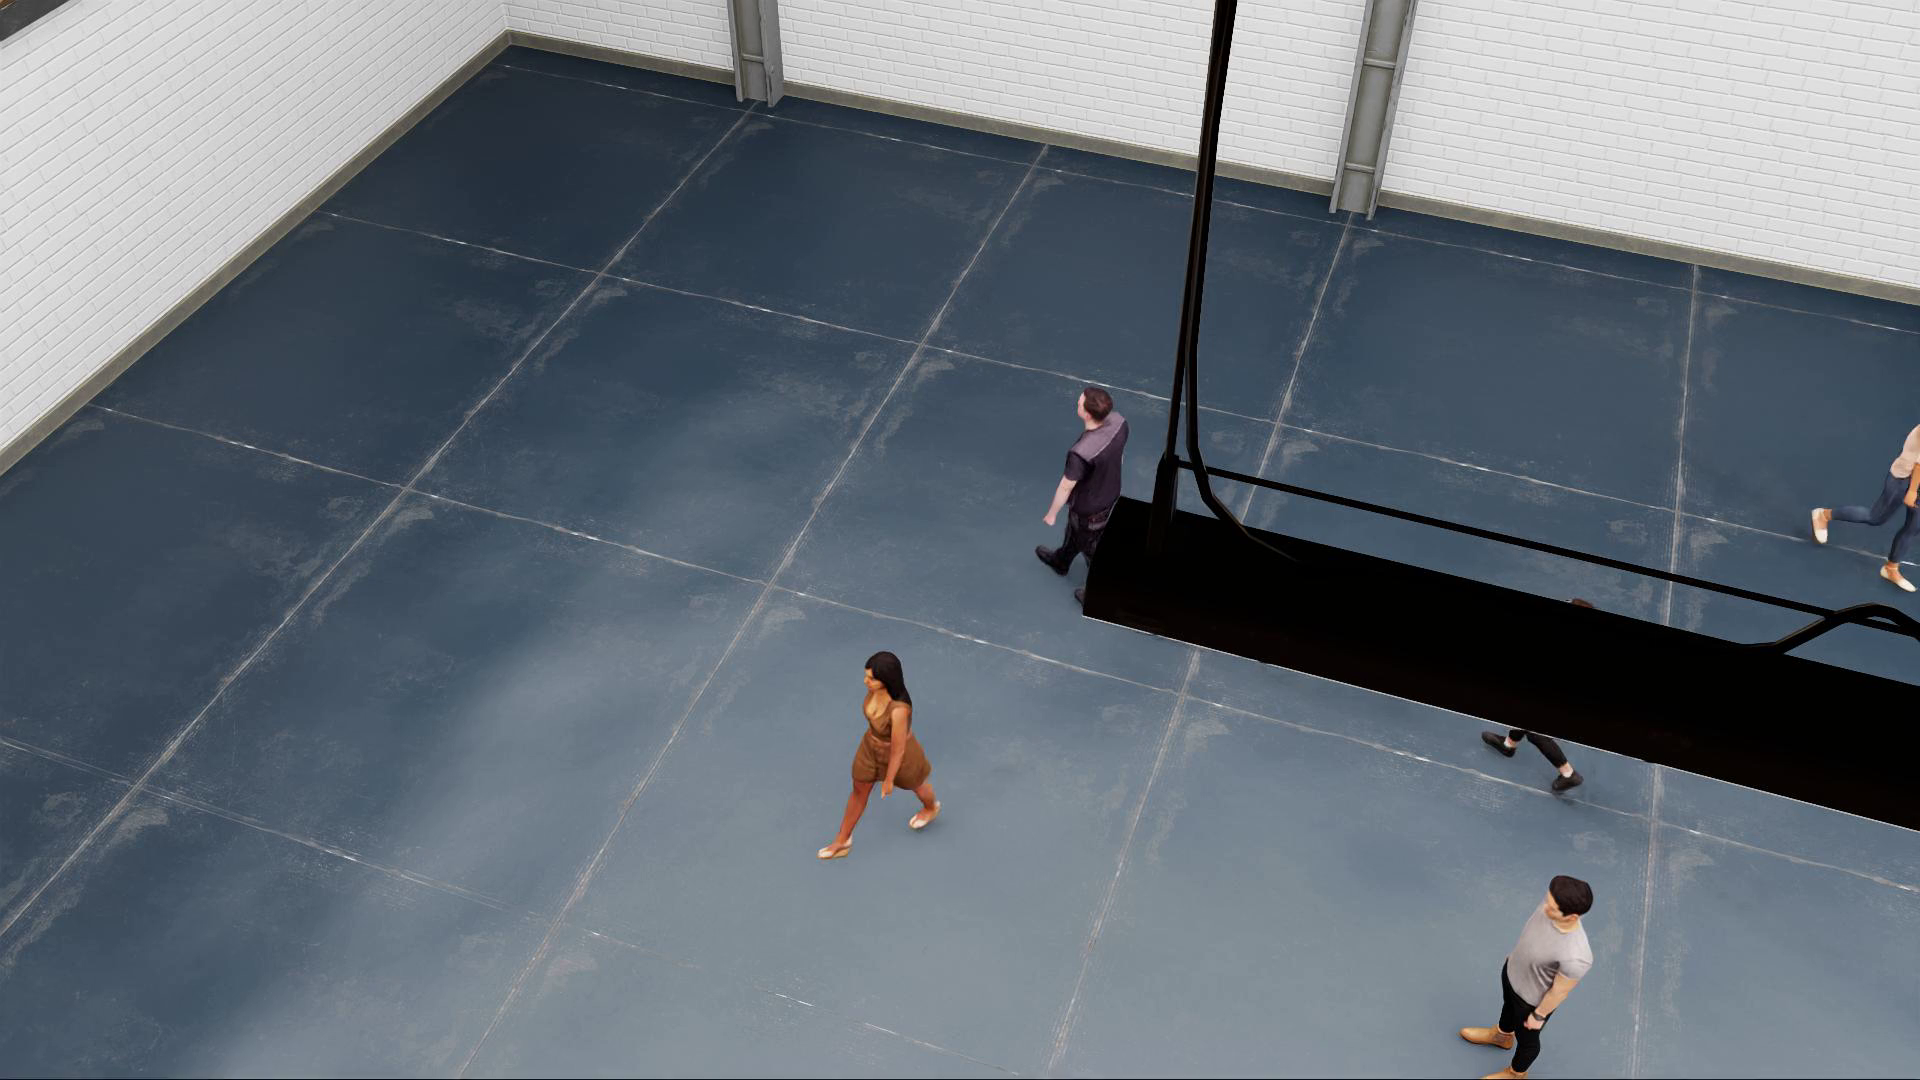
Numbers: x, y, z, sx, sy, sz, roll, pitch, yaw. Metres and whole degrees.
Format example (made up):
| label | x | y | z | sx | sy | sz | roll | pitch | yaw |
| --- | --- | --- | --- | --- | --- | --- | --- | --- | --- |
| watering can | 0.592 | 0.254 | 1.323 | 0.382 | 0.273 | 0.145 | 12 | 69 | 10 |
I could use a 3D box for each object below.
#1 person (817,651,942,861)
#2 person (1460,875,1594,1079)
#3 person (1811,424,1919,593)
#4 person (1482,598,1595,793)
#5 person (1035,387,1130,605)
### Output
| label | x | y | z | sx | sy | sz | roll | pitch | yaw |
| --- | --- | --- | --- | --- | --- | --- | --- | --- | --- |
| person | -0.319 | 1.216 | 9.634 | 1.037 | 1.645 | 1.057 | -24 | 49 | -23 |
| person | 2.946 | 2.249 | 8.501 | 0.644 | 1.713 | 0.672 | 0 | 44 | 0 |
| person | 6.400 | -0.474 | 11.324 | 0.978 | 1.760 | 1.127 | -25 | 49 | -24 |
| person | 3.607 | 0.945 | 10.056 | 1.006 | 1.455 | 0.803 | 32 | 52 | 29 |
| person | 0.952 | -0.222 | 11.012 | 1.041 | 1.826 | 0.887 | 24 | 49 | 23 |
